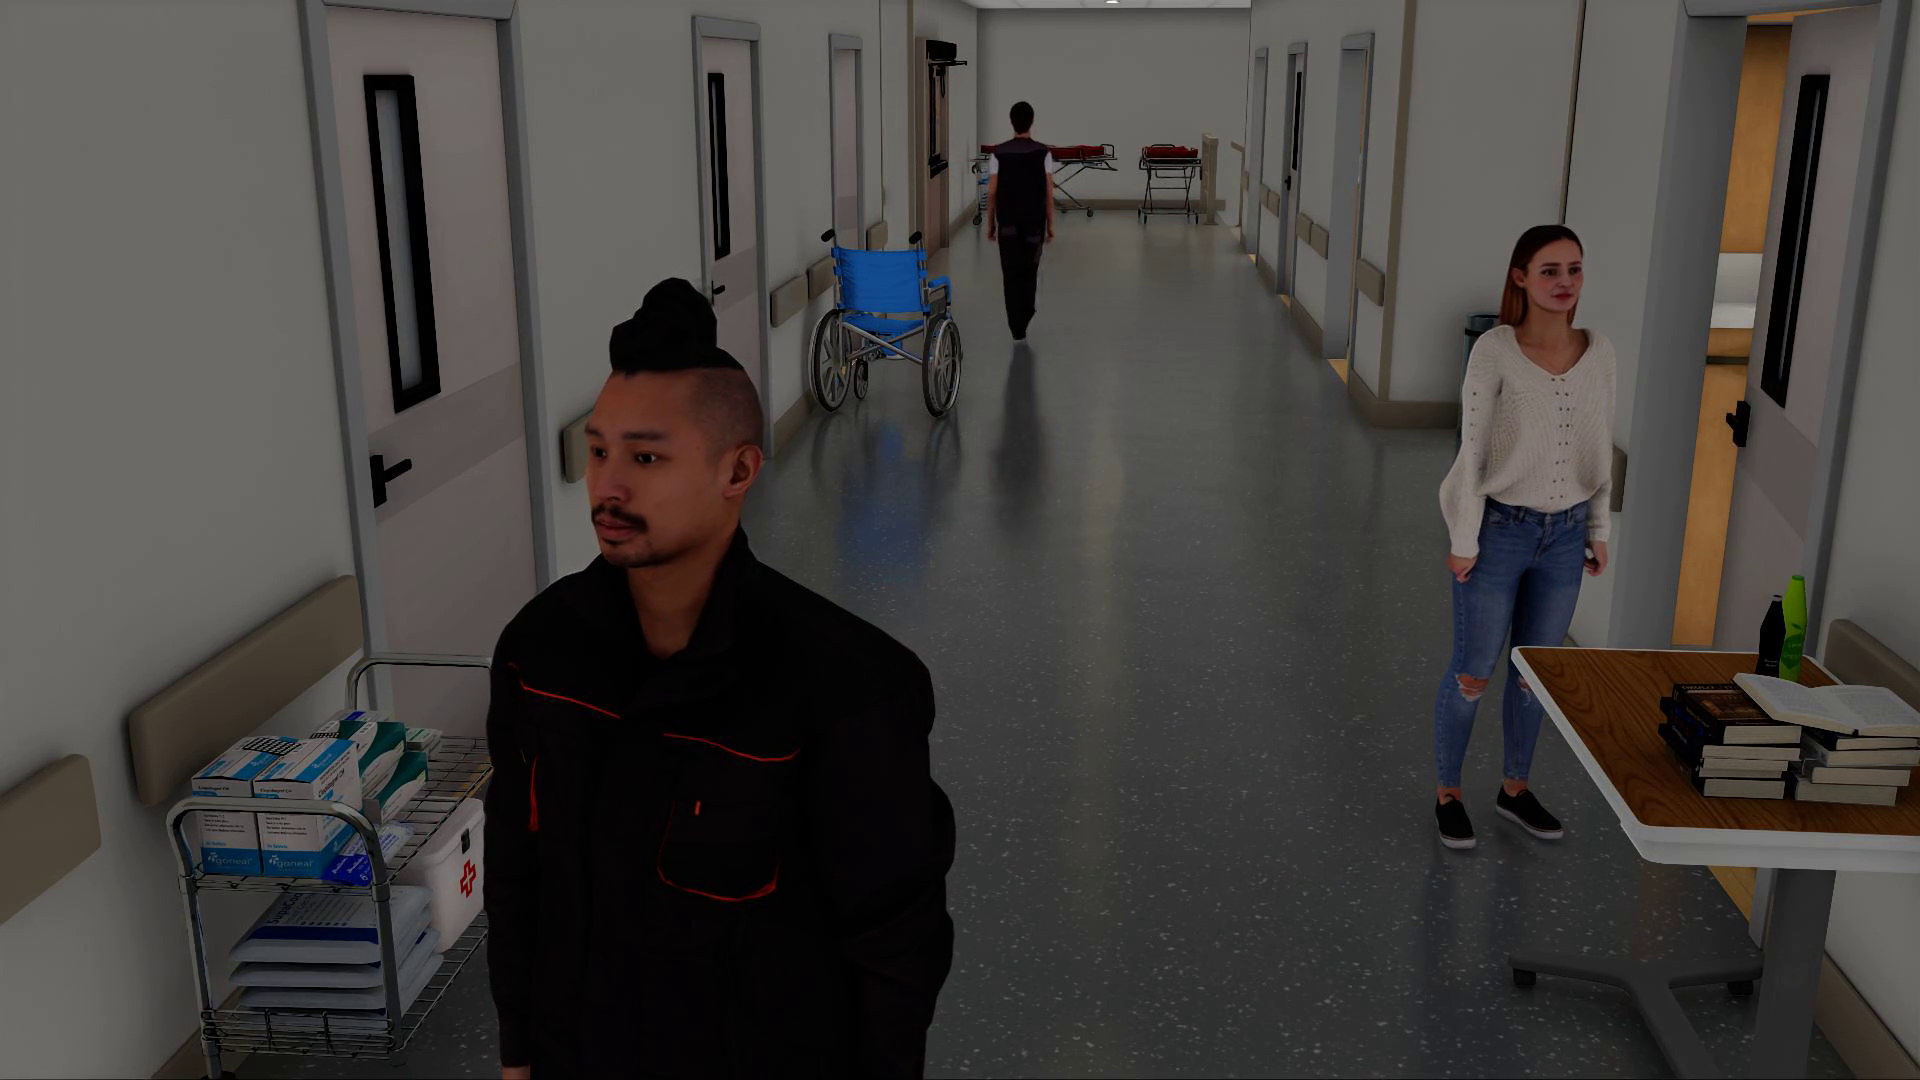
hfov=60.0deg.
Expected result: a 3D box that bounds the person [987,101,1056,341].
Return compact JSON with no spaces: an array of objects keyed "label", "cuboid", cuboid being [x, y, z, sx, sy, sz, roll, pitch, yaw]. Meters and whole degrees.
[{"label":"person","cuboid":[0.472,-2.413,12.862,0.763,1.802,1.220,0,16,-1]}]

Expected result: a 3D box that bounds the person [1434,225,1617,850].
[{"label":"person","cuboid":[1.515,0.002,4.501,0.671,1.691,0.634,-3,16,-9]}]

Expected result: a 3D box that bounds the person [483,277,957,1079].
[{"label":"person","cuboid":[-0.306,0.626,1.974,0.841,1.862,0.753,7,17,22]}]
